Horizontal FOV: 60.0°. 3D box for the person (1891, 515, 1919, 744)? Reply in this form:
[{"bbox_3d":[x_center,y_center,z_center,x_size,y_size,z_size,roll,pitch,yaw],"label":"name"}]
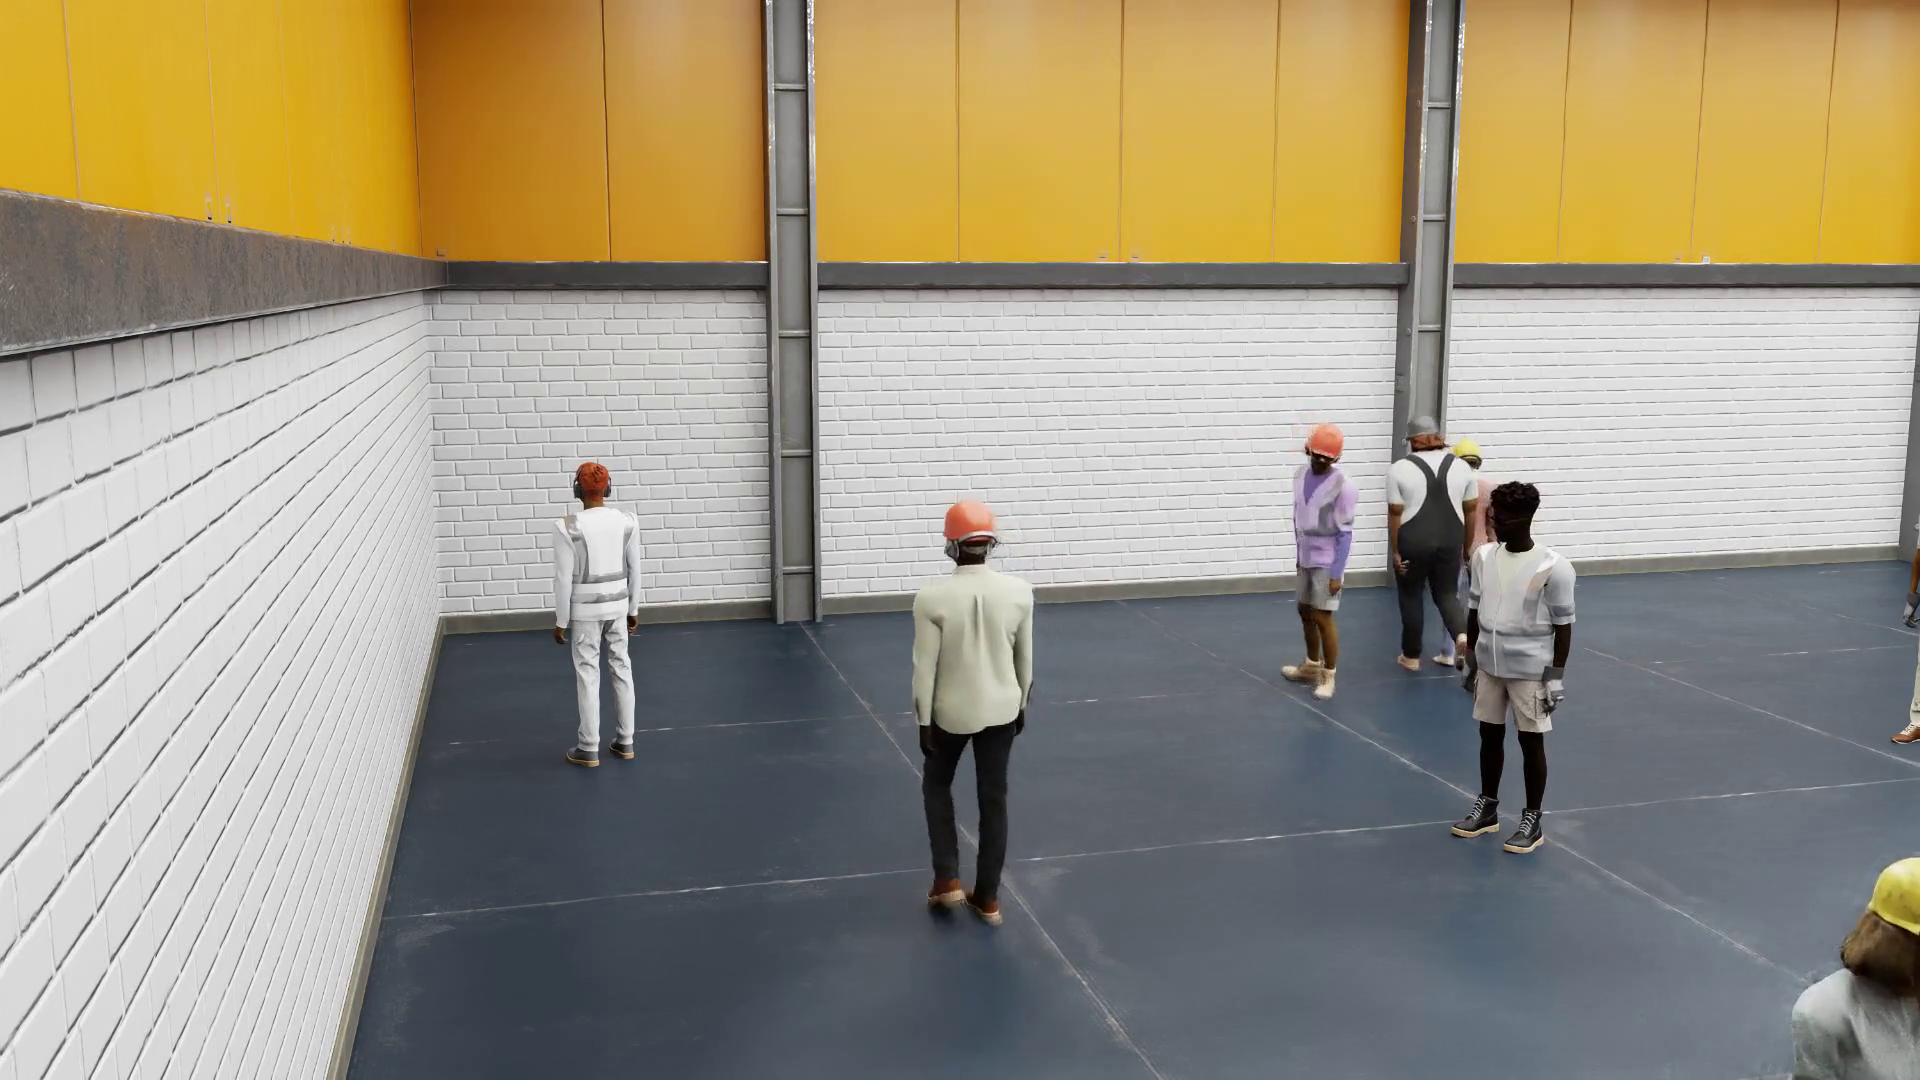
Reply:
[{"bbox_3d":[6.272,0.418,10.546,0.310,1.868,0.533,-7,11,-35],"label":"person"}]

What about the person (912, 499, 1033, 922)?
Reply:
[{"bbox_3d":[0.059,0.795,7.826,0.611,1.978,0.505,-2,9,-14],"label":"person"}]

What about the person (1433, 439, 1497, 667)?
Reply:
[{"bbox_3d":[3.883,0.104,12.837,0.533,1.765,0.330,0,9,-2],"label":"person"}]

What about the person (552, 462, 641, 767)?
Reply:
[{"bbox_3d":[-2.239,0.455,10.273,0.574,1.883,0.355,-7,12,-39],"label":"person"}]

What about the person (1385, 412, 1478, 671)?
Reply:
[{"bbox_3d":[3.549,0.016,12.519,0.700,2.000,0.784,-1,9,-4],"label":"person"}]

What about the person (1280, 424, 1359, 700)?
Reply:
[{"bbox_3d":[2.547,0.140,11.916,0.499,1.989,0.780,-4,10,-24],"label":"person"}]

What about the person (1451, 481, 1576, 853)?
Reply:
[{"bbox_3d":[2.908,0.658,8.756,0.366,1.959,0.614,-7,11,-36],"label":"person"}]

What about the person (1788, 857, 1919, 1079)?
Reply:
[{"bbox_3d":[2.150,1.544,3.987,0.487,1.717,0.720,-1,9,-3],"label":"person"}]
